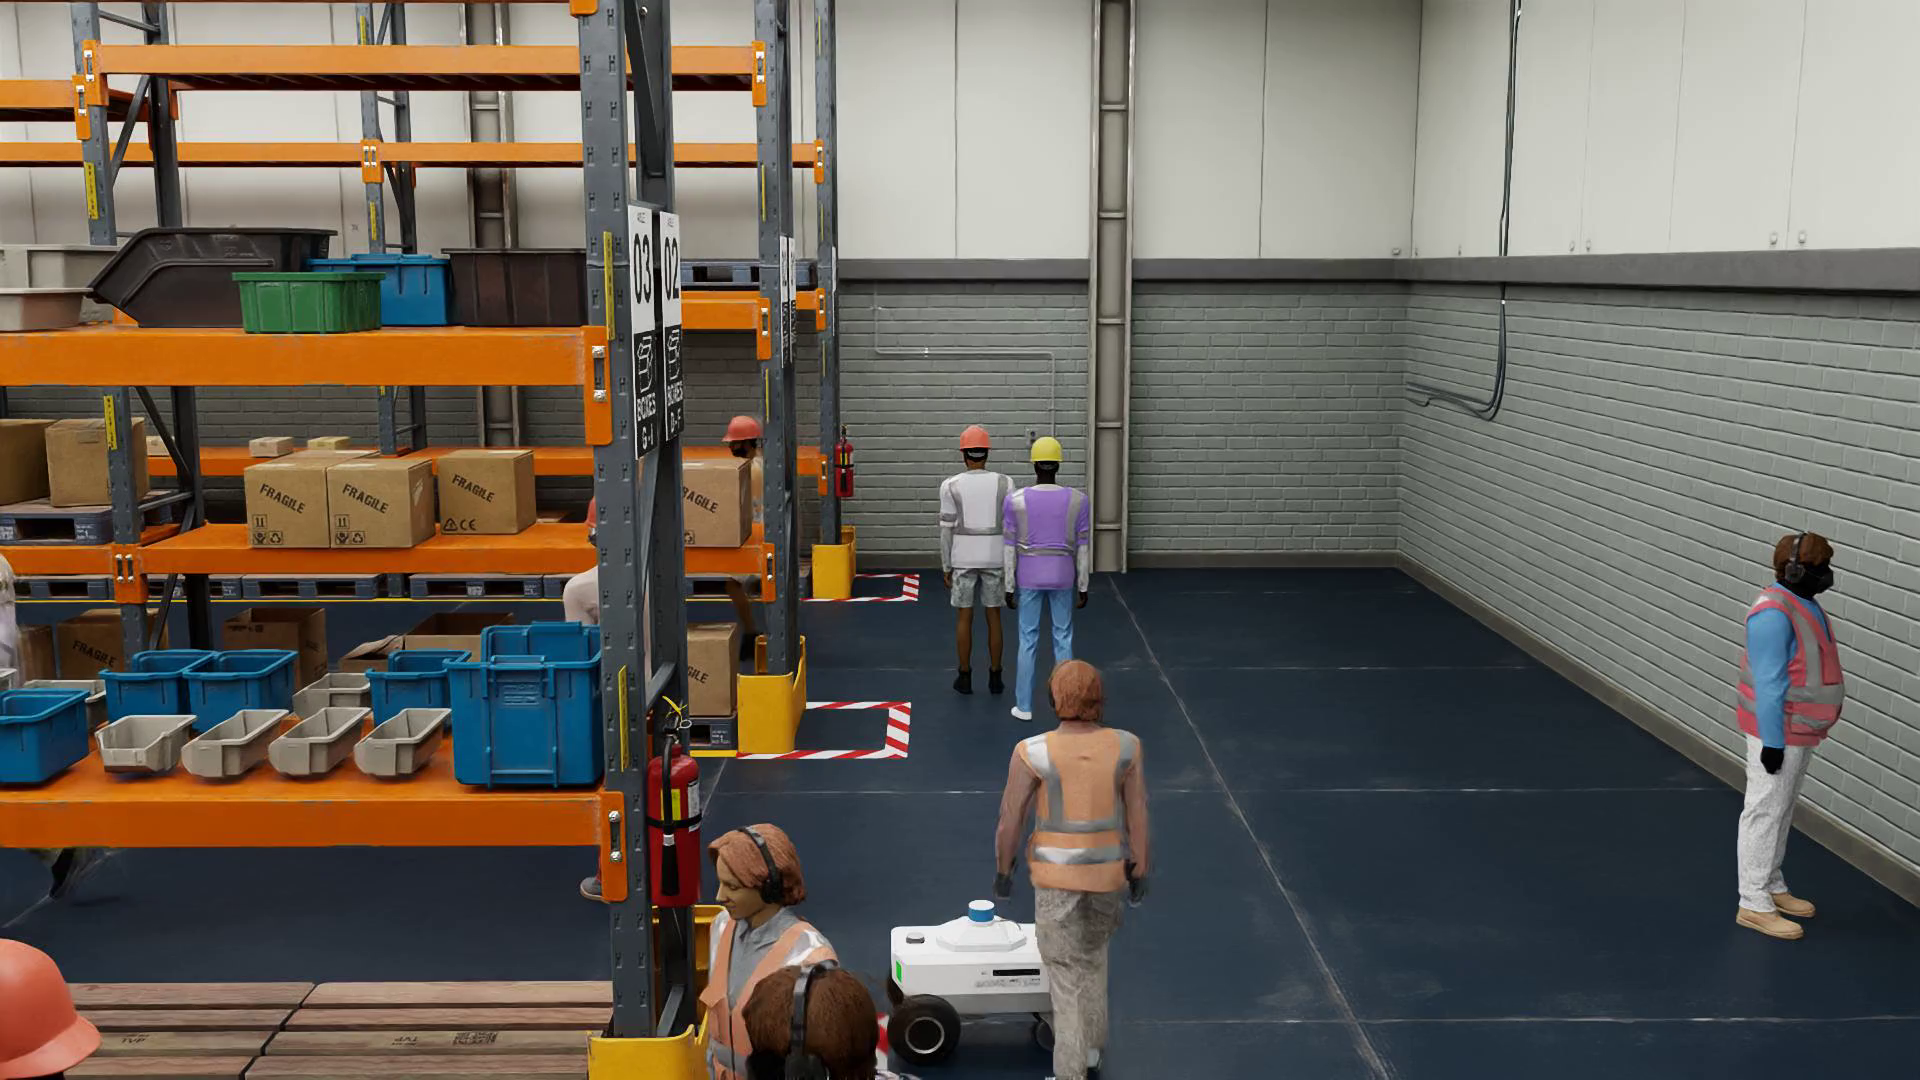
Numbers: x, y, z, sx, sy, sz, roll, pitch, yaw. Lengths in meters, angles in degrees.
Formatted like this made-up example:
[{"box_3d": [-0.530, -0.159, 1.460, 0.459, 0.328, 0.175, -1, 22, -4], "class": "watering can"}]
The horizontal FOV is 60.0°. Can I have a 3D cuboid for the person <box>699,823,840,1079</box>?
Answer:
[{"box_3d": [-0.487, 1.524, 4.343, 0.317, 1.631, 0.524, -8, 12, -41], "class": "person"}]

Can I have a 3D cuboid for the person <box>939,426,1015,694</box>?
[{"box_3d": [0.121, 0.143, 11.938, 0.542, 1.920, 0.417, -1, 9, -4], "class": "person"}]

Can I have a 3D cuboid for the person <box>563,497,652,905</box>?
[{"box_3d": [-1.627, 0.747, 7.981, 0.611, 1.996, 0.378, -8, 12, -42], "class": "person"}]

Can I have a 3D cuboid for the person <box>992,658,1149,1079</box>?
[{"box_3d": [0.405, 1.235, 6.105, 0.540, 1.613, 0.573, -3, 10, -20], "class": "person"}]

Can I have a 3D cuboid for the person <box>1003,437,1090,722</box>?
[{"box_3d": [0.578, 0.265, 11.172, 0.584, 1.918, 0.390, 0, 9, -1], "class": "person"}]

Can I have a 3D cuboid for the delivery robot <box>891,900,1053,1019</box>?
[{"box_3d": [0.085, 1.657, 6.520, 0.707, 0.478, 0.477, 0, 9, -3], "class": "delivery robot"}]

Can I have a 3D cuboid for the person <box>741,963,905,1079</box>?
[{"box_3d": [-0.107, 1.657, 3.048, 0.843, 1.802, 0.614, 1, 9, 6], "class": "person"}]

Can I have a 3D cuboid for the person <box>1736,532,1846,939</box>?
[{"box_3d": [3.812, 0.878, 7.651, 0.430, 1.845, 0.619, 7, 12, 38], "class": "person"}]

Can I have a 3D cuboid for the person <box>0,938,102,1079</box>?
[{"box_3d": [-1.536, 1.603, 2.733, 0.386, 1.992, 0.625, 0, 9, 0], "class": "person"}]

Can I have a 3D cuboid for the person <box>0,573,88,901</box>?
[{"box_3d": [-4.474, 0.913, 7.595, 0.740, 1.786, 0.604, -6, 11, -33], "class": "person"}]
